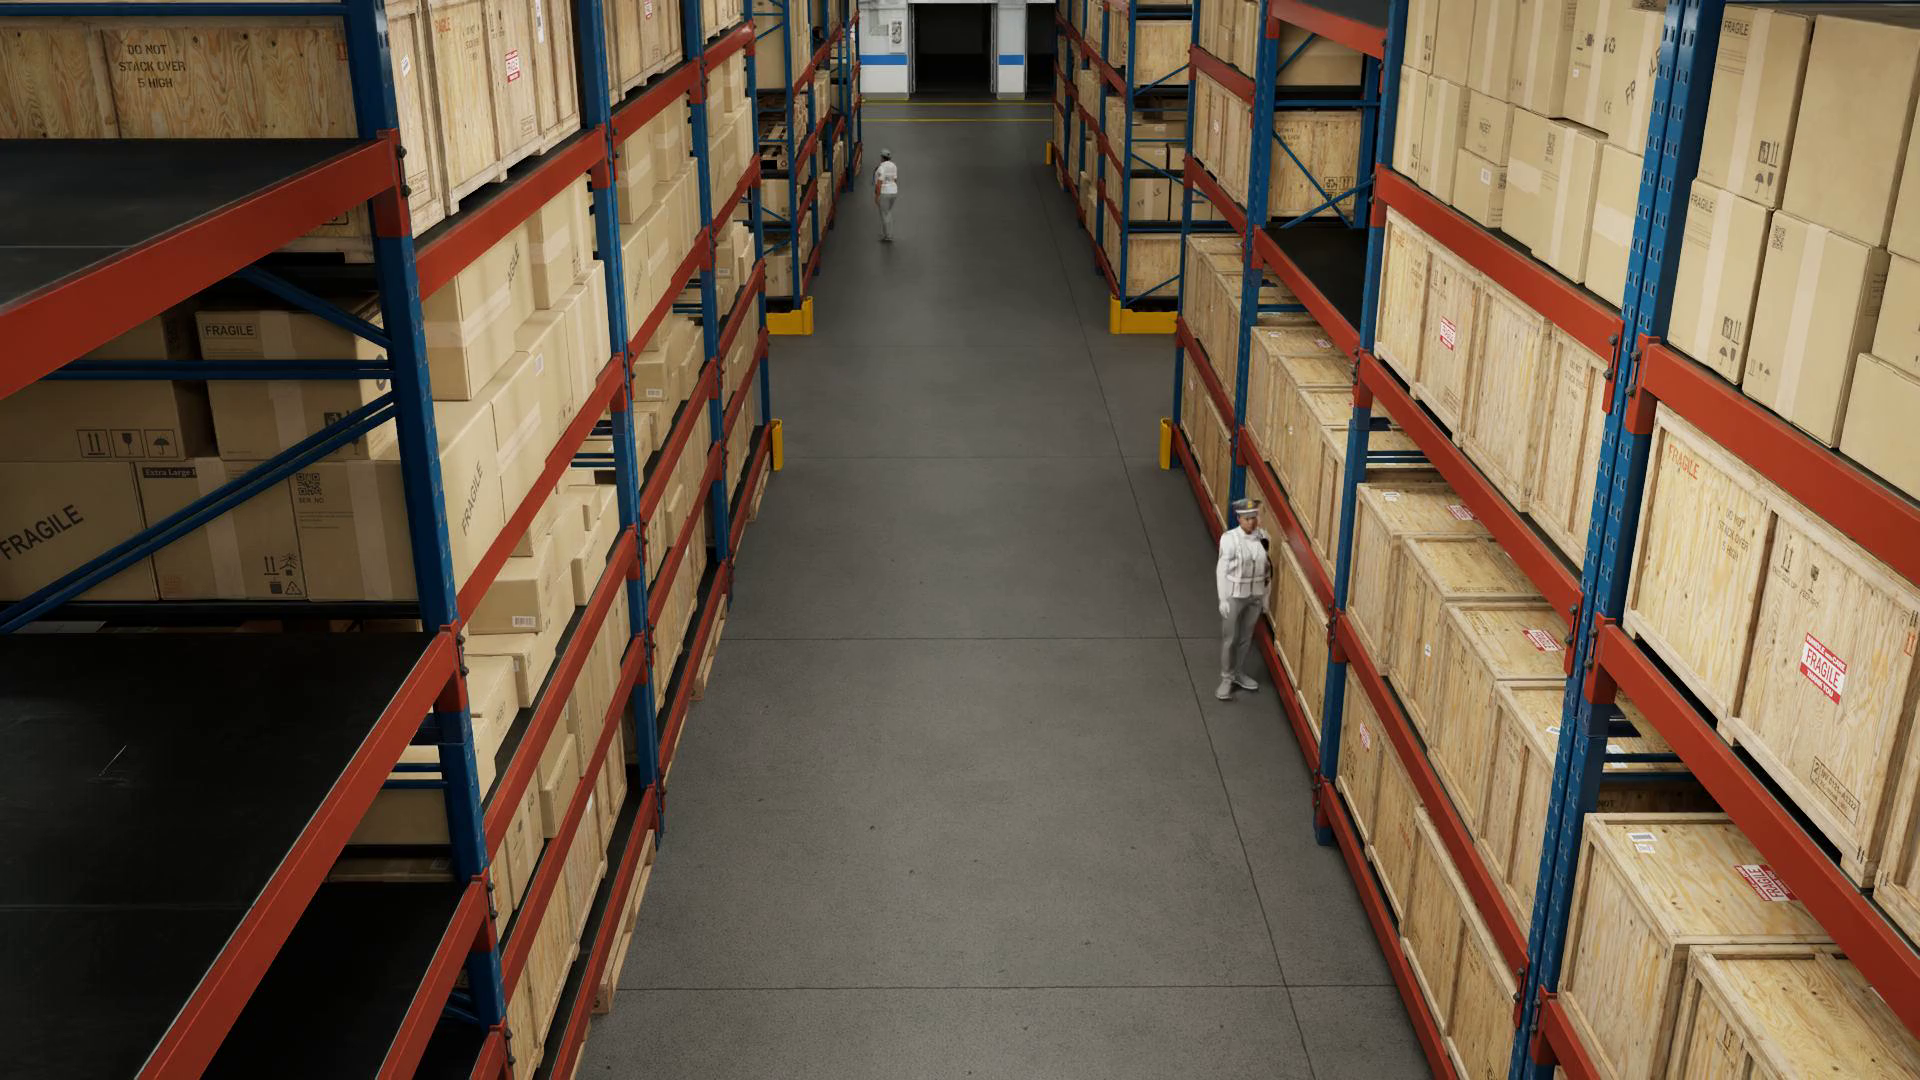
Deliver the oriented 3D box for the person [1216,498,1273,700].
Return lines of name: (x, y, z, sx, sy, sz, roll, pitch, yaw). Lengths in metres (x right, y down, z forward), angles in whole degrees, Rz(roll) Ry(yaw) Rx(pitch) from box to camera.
person: (2.302, 0.447, 13.457, 0.489, 1.691, 0.364, -8, 23, -19)

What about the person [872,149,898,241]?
person: (-1.442, -6.409, 30.910, 0.529, 1.679, 0.516, 15, 26, 33)
